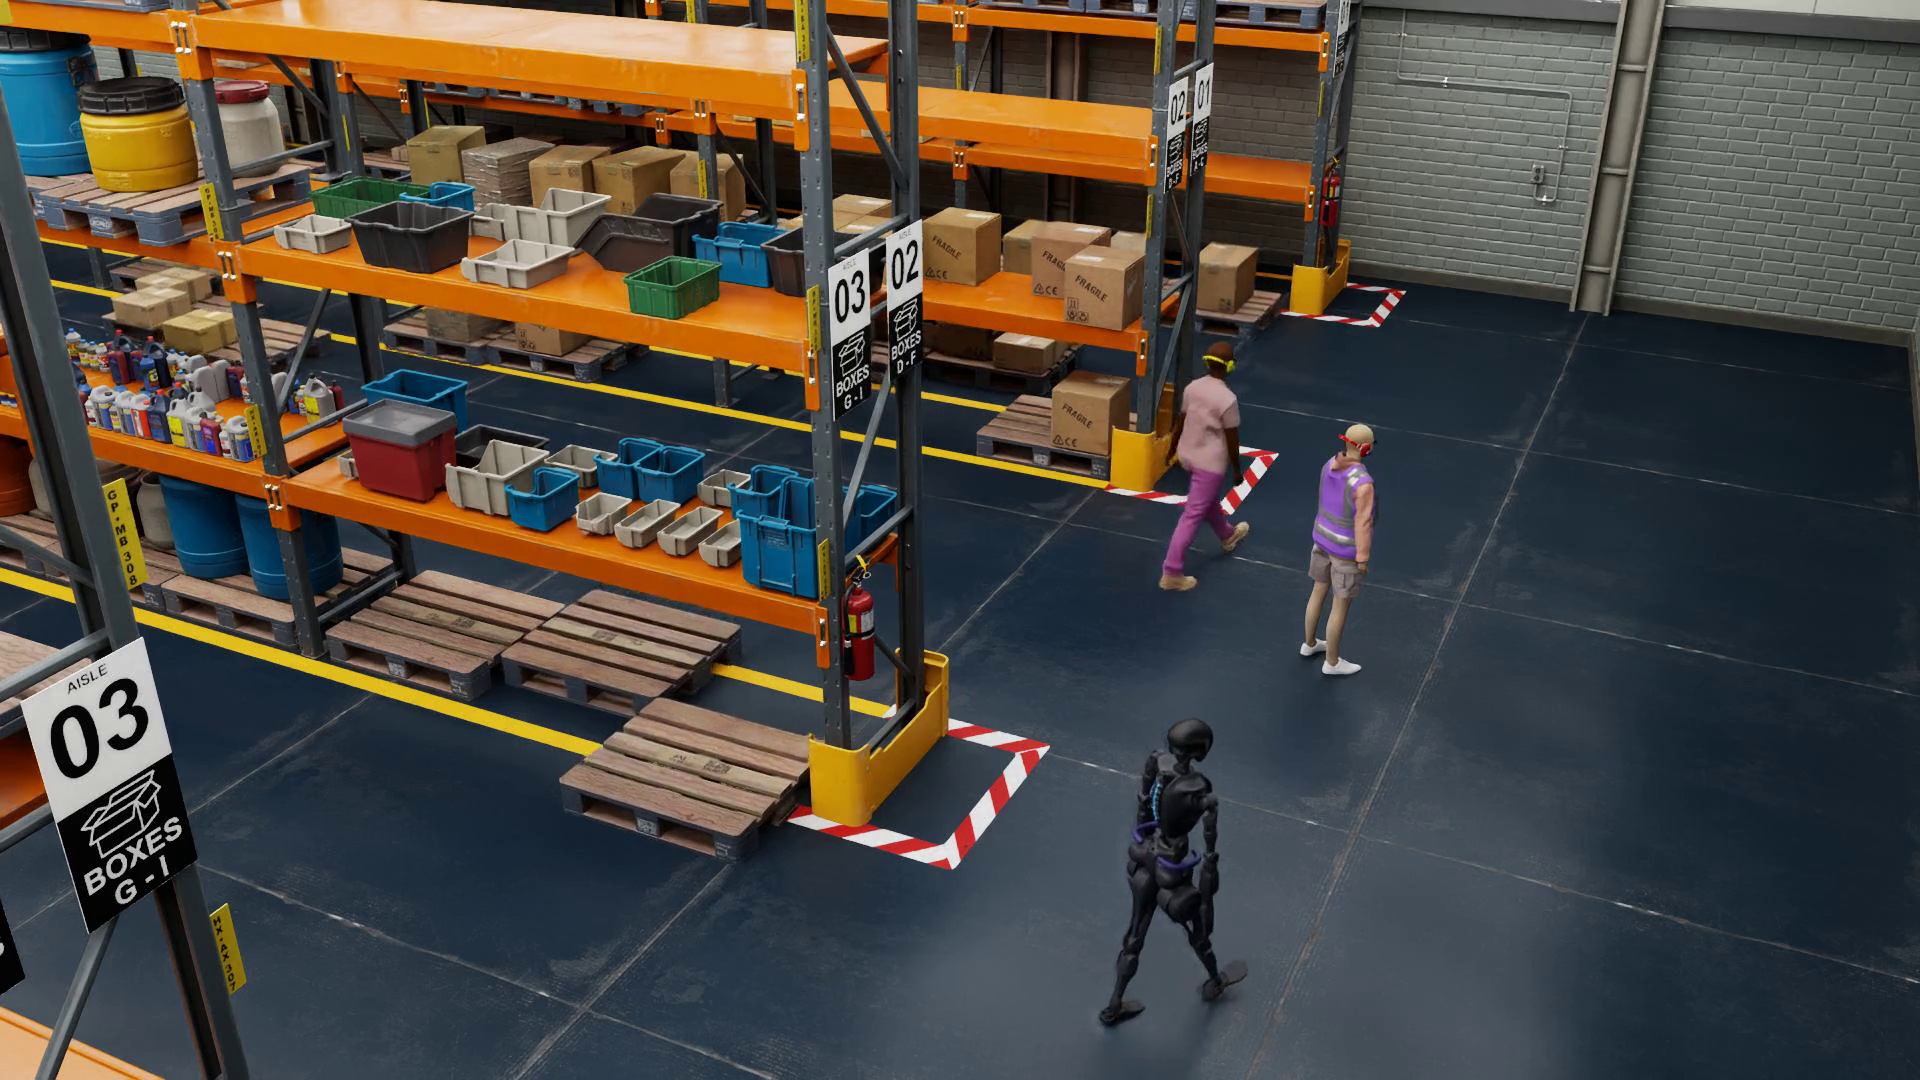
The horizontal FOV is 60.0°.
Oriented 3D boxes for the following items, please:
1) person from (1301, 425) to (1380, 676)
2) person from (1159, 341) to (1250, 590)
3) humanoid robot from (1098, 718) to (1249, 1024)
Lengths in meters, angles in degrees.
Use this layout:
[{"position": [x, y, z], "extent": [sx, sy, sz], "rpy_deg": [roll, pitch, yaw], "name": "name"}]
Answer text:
[{"position": [2.428, 0.058, 10.589], "extent": [0.350, 1.688, 0.488], "rpy_deg": [-11, 28, -21], "name": "person"}, {"position": [1.776, -0.563, 11.796], "extent": [1.062, 1.725, 0.562], "rpy_deg": [-16, 30, -29], "name": "person"}, {"position": [0.999, 1.505, 7.717], "extent": [0.783, 1.624, 0.597], "rpy_deg": [-15, 30, -28], "name": "humanoid robot"}]
